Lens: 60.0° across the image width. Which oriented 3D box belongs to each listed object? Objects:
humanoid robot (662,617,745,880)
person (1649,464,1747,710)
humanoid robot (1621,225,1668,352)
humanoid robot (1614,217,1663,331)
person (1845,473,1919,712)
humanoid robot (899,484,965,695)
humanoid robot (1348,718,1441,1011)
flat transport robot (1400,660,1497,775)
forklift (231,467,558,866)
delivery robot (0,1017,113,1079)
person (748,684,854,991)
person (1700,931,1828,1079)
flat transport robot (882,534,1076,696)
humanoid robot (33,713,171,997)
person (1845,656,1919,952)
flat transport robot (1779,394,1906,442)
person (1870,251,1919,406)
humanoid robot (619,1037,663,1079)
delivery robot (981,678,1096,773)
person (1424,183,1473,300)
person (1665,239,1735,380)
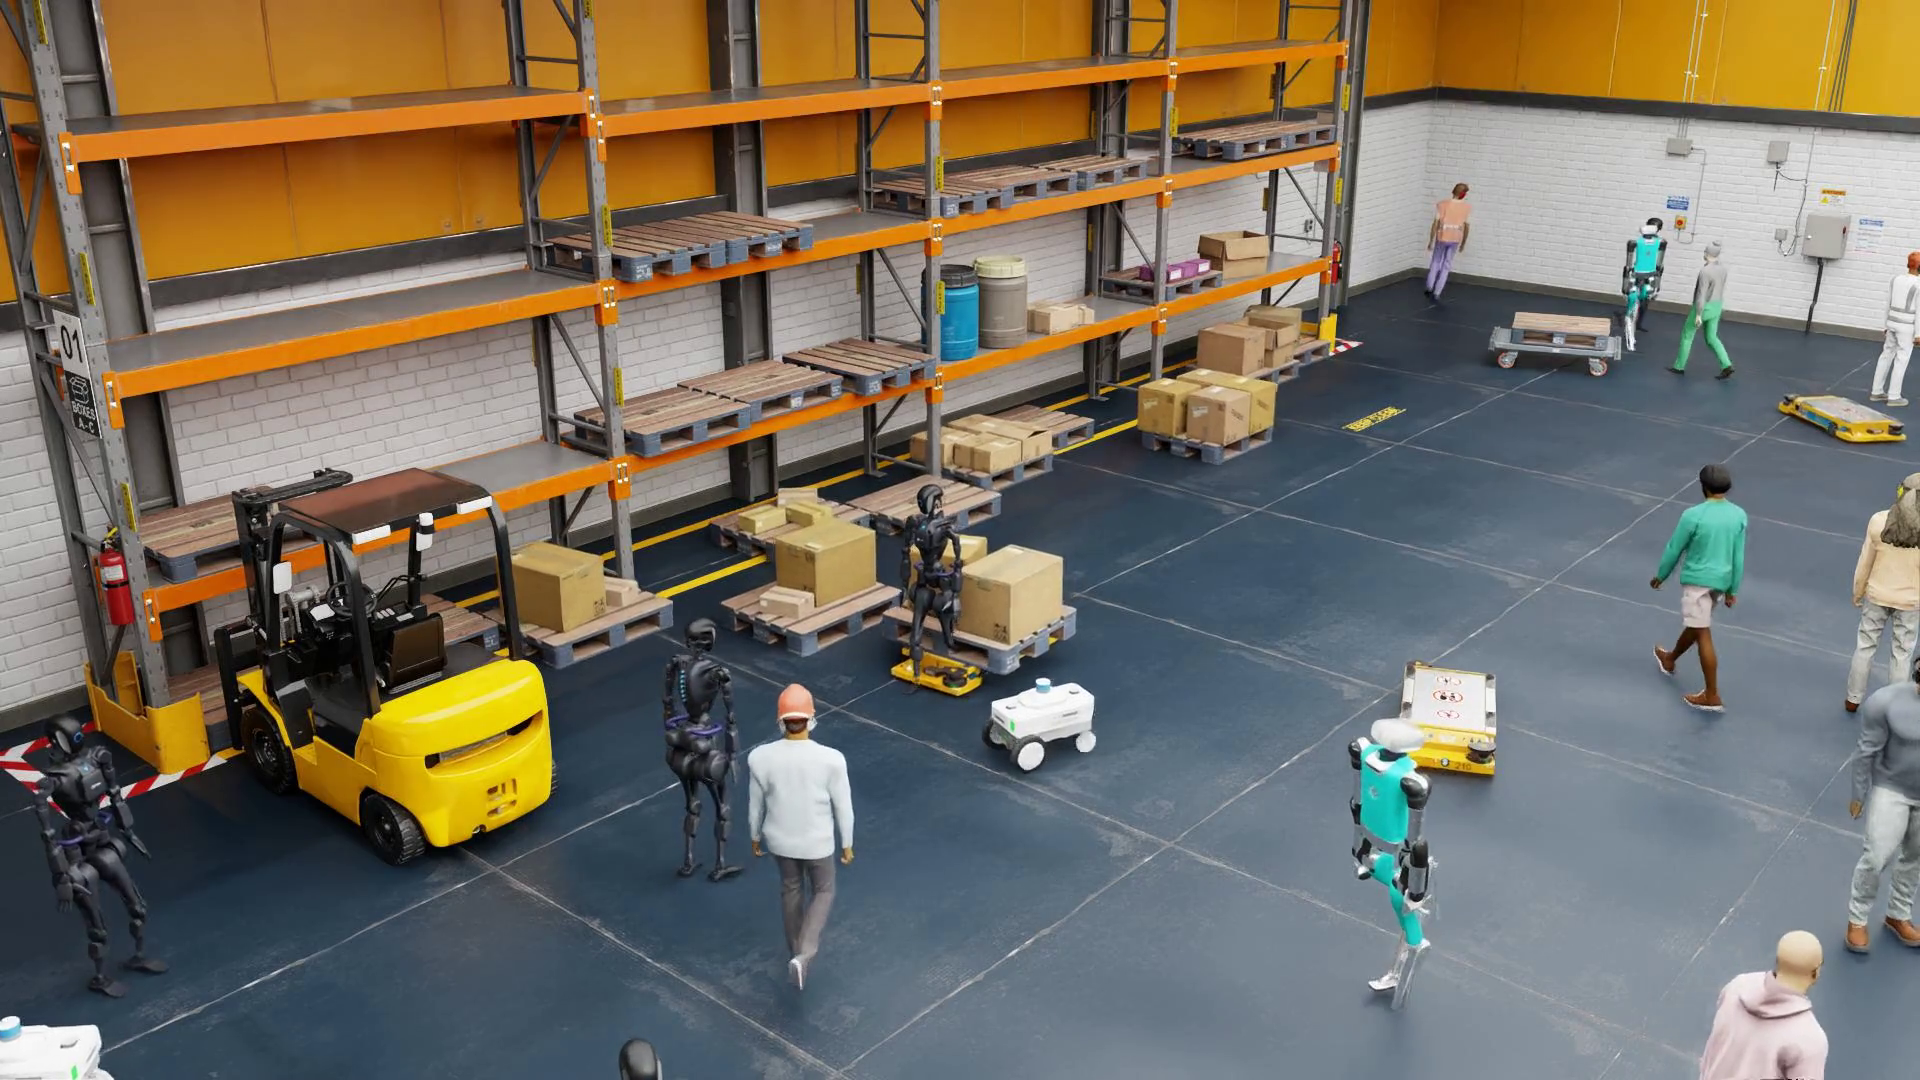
[{"bbox_3d":[-1.598,1.264,10.118,0.599,1.643,0.388,13,24,31],"label":"humanoid robot"},{"bbox_3d":[5.569,0.313,12.513,0.518,1.790,1.009,-3,20,-8],"label":"person"},{"bbox_3d":[9.338,-3.536,23.046,0.539,1.770,0.866,0,20,1],"label":"humanoid robot"},{"bbox_3d":[9.770,-3.814,23.846,0.480,1.651,0.593,15,25,35],"label":"humanoid robot"},{"bbox_3d":[6.802,0.417,12.102,0.566,1.874,0.399,14,25,34],"label":"person"},{"bbox_3d":[-0.165,0.341,12.642,0.611,1.646,0.693,15,25,35],"label":"humanoid robot"},{"bbox_3d":[2.402,1.765,8.815,0.772,1.888,0.541,-10,23,-26],"label":"humanoid robot"},{"bbox_3d":[3.547,1.273,12.101,0.659,0.231,1.431,6,21,15],"label":"flat transport robot"},{"bbox_3d":[-3.730,0.710,10.856,2.313,2.155,1.214,17,26,38],"label":"forklift"},{"bbox_3d":[-4.598,2.609,8.096,0.818,0.614,0.499,-2,20,-6],"label":"delivery robot"},{"bbox_3d":[-0.879,1.632,9.025,0.598,1.720,0.576,4,21,11],"label":"person"},{"bbox_3d":[3.311,2.411,6.857,0.567,1.755,0.556,-2,20,-5],"label":"person"},{"bbox_3d":[0.154,0.853,13.241,0.659,0.231,1.431,14,25,34],"label":"flat transport robot"},{"bbox_3d":[-4.659,1.686,8.931,0.348,1.649,0.590,5,21,13],"label":"humanoid robot"},{"bbox_3d":[5.305,1.444,9.283,0.631,1.911,0.530,6,21,16],"label":"person"},{"bbox_3d":[10.289,-1.427,19.419,0.659,0.231,1.431,-3,20,-7],"label":"flat transport robot"},{"bbox_3d":[11.435,-2.563,20.183,0.353,1.878,0.566,-4,21,-11],"label":"person"},{"bbox_3d":[-1.202,2.629,6.448,0.589,1.626,0.769,-11,23,-27],"label":"humanoid robot"},{"bbox_3d":[0.574,1.253,11.700,0.745,0.565,0.499,-10,23,-26],"label":"delivery robot"},{"bbox_3d":[7.629,-4.663,25.960,0.619,1.804,0.510,4,21,11],"label":"person"},{"bbox_3d":[9.621,-2.965,21.356,0.522,1.817,0.853,-11,23,-27],"label":"person"}]
